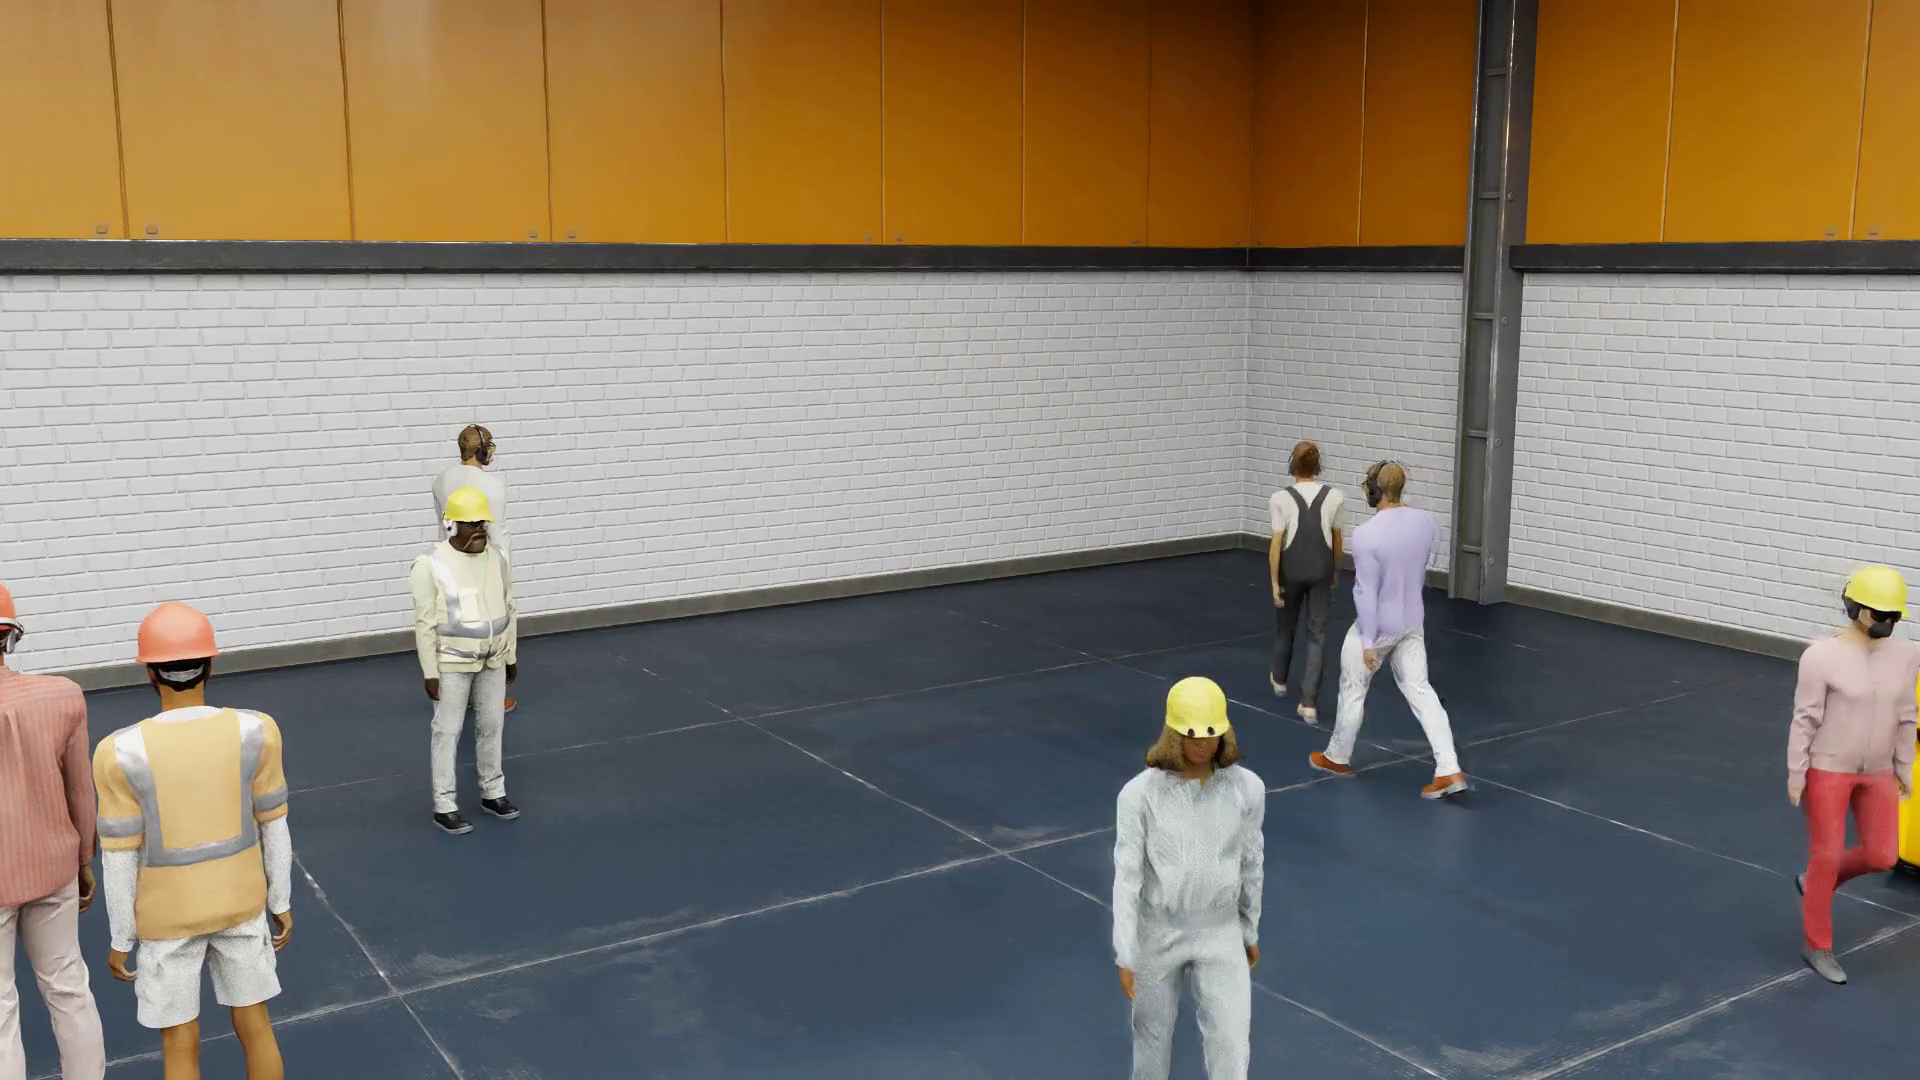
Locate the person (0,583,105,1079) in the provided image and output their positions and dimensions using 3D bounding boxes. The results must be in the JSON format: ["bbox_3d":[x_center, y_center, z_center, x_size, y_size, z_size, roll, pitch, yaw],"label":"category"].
[{"bbox_3d":[-3.088,1.092,5.364,0.395,1.993,0.614,6,11,31],"label":"person"}]

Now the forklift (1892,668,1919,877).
[{"bbox_3d":[5.511,0.571,7.906,2.313,2.155,1.214,-6,11,-33],"label":"forklift"}]

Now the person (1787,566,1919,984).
[{"bbox_3d":[3.701,0.947,6.967,0.541,1.743,0.485,-1,9,-6],"label":"person"}]

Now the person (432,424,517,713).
[{"bbox_3d":[-3.182,0.205,10.928,0.630,1.934,0.369,6,11,33],"label":"person"}]

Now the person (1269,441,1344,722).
[{"bbox_3d":[2.280,0.239,11.084,0.510,1.796,0.951,0,9,3],"label":"person"}]

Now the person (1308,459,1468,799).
[{"bbox_3d":[2.427,0.493,9.314,0.629,1.898,1.046,-5,11,-30],"label":"person"}]

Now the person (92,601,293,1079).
[{"bbox_3d":[-2.386,1.147,5.214,0.552,1.932,0.377,-7,12,-37],"label":"person"}]

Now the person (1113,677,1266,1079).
[{"bbox_3d":[0.728,1.273,5.151,0.504,1.704,0.871,-1,9,-5],"label":"person"}]

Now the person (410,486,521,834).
[{"bbox_3d":[-2.572,0.619,8.752,0.403,1.824,0.594,8,12,39],"label":"person"}]
